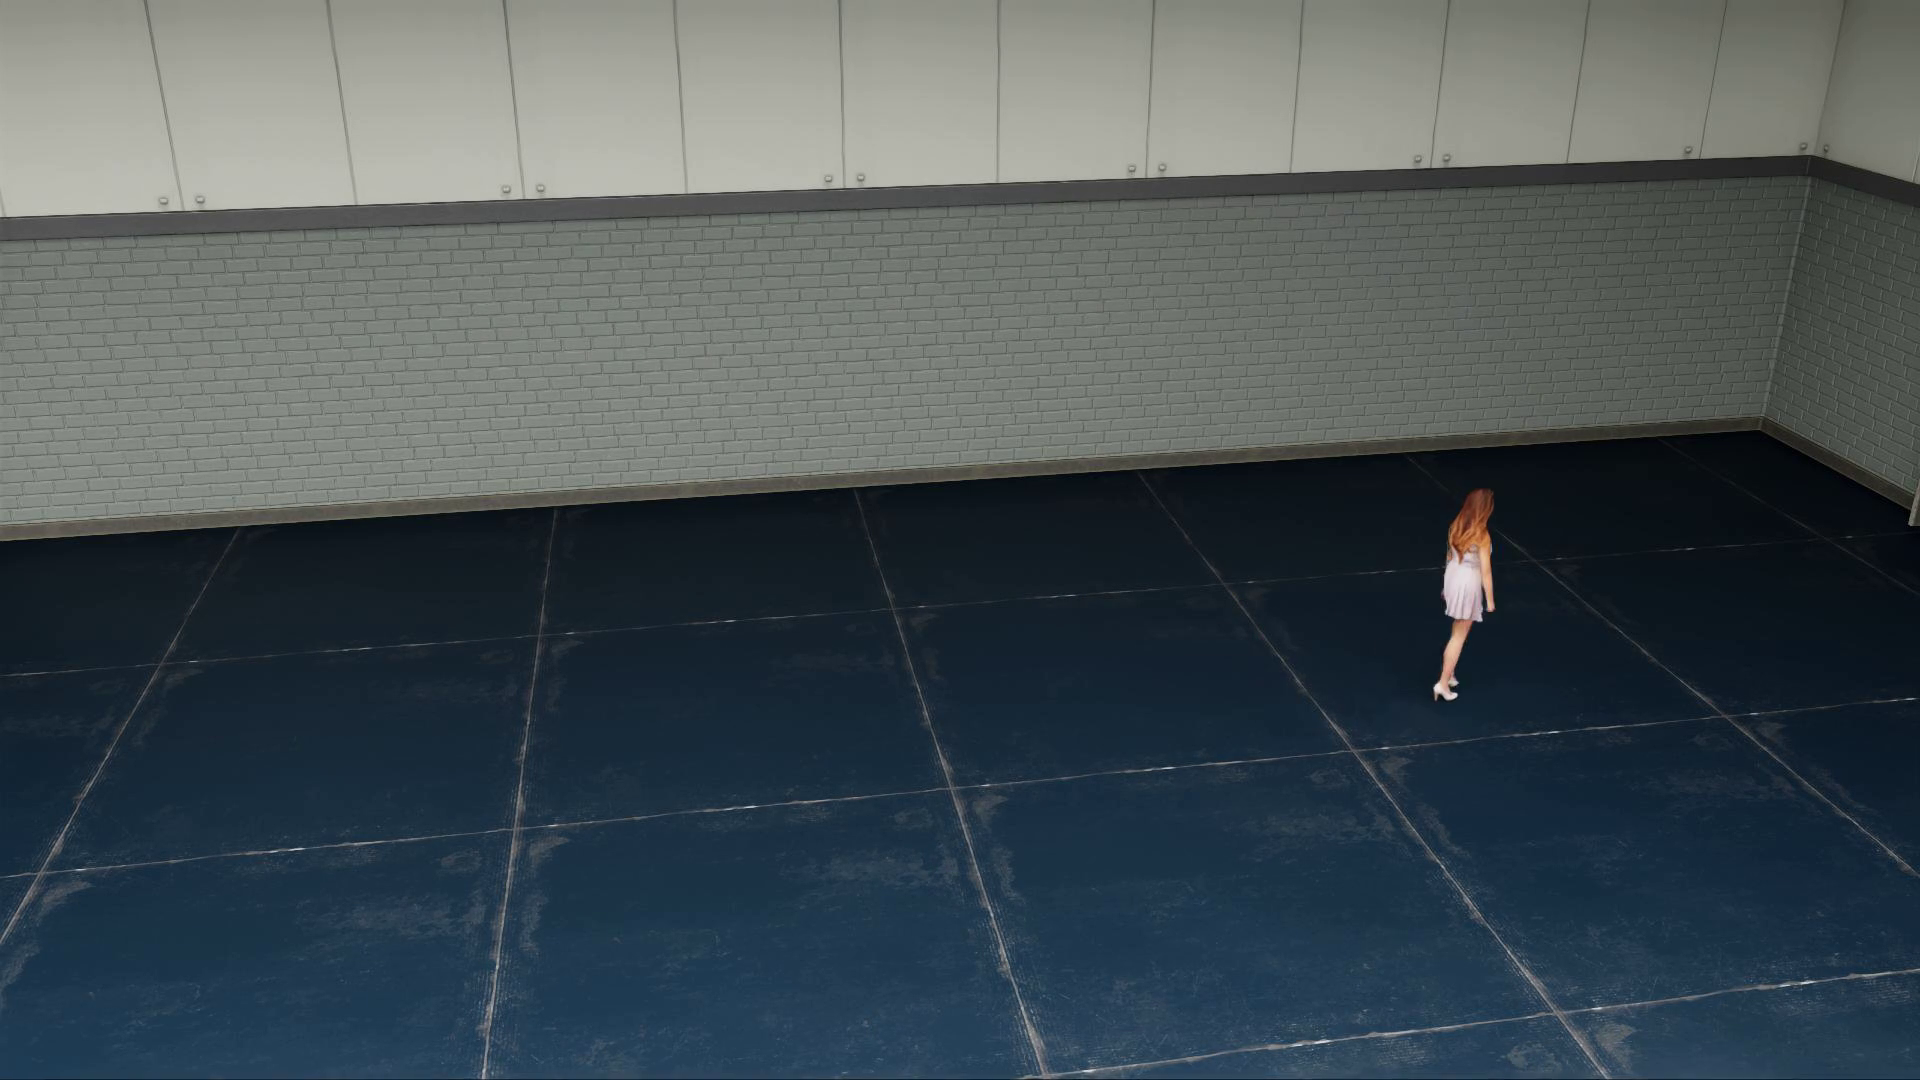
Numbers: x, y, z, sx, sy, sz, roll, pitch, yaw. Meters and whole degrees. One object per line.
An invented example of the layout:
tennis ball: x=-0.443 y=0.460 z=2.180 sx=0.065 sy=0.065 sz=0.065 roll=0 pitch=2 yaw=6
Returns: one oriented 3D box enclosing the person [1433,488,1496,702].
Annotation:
person: x=3.742 y=0.444 z=12.576 sx=0.712 sy=1.756 sz=0.630 roll=-10 pitch=25 yaw=-22
